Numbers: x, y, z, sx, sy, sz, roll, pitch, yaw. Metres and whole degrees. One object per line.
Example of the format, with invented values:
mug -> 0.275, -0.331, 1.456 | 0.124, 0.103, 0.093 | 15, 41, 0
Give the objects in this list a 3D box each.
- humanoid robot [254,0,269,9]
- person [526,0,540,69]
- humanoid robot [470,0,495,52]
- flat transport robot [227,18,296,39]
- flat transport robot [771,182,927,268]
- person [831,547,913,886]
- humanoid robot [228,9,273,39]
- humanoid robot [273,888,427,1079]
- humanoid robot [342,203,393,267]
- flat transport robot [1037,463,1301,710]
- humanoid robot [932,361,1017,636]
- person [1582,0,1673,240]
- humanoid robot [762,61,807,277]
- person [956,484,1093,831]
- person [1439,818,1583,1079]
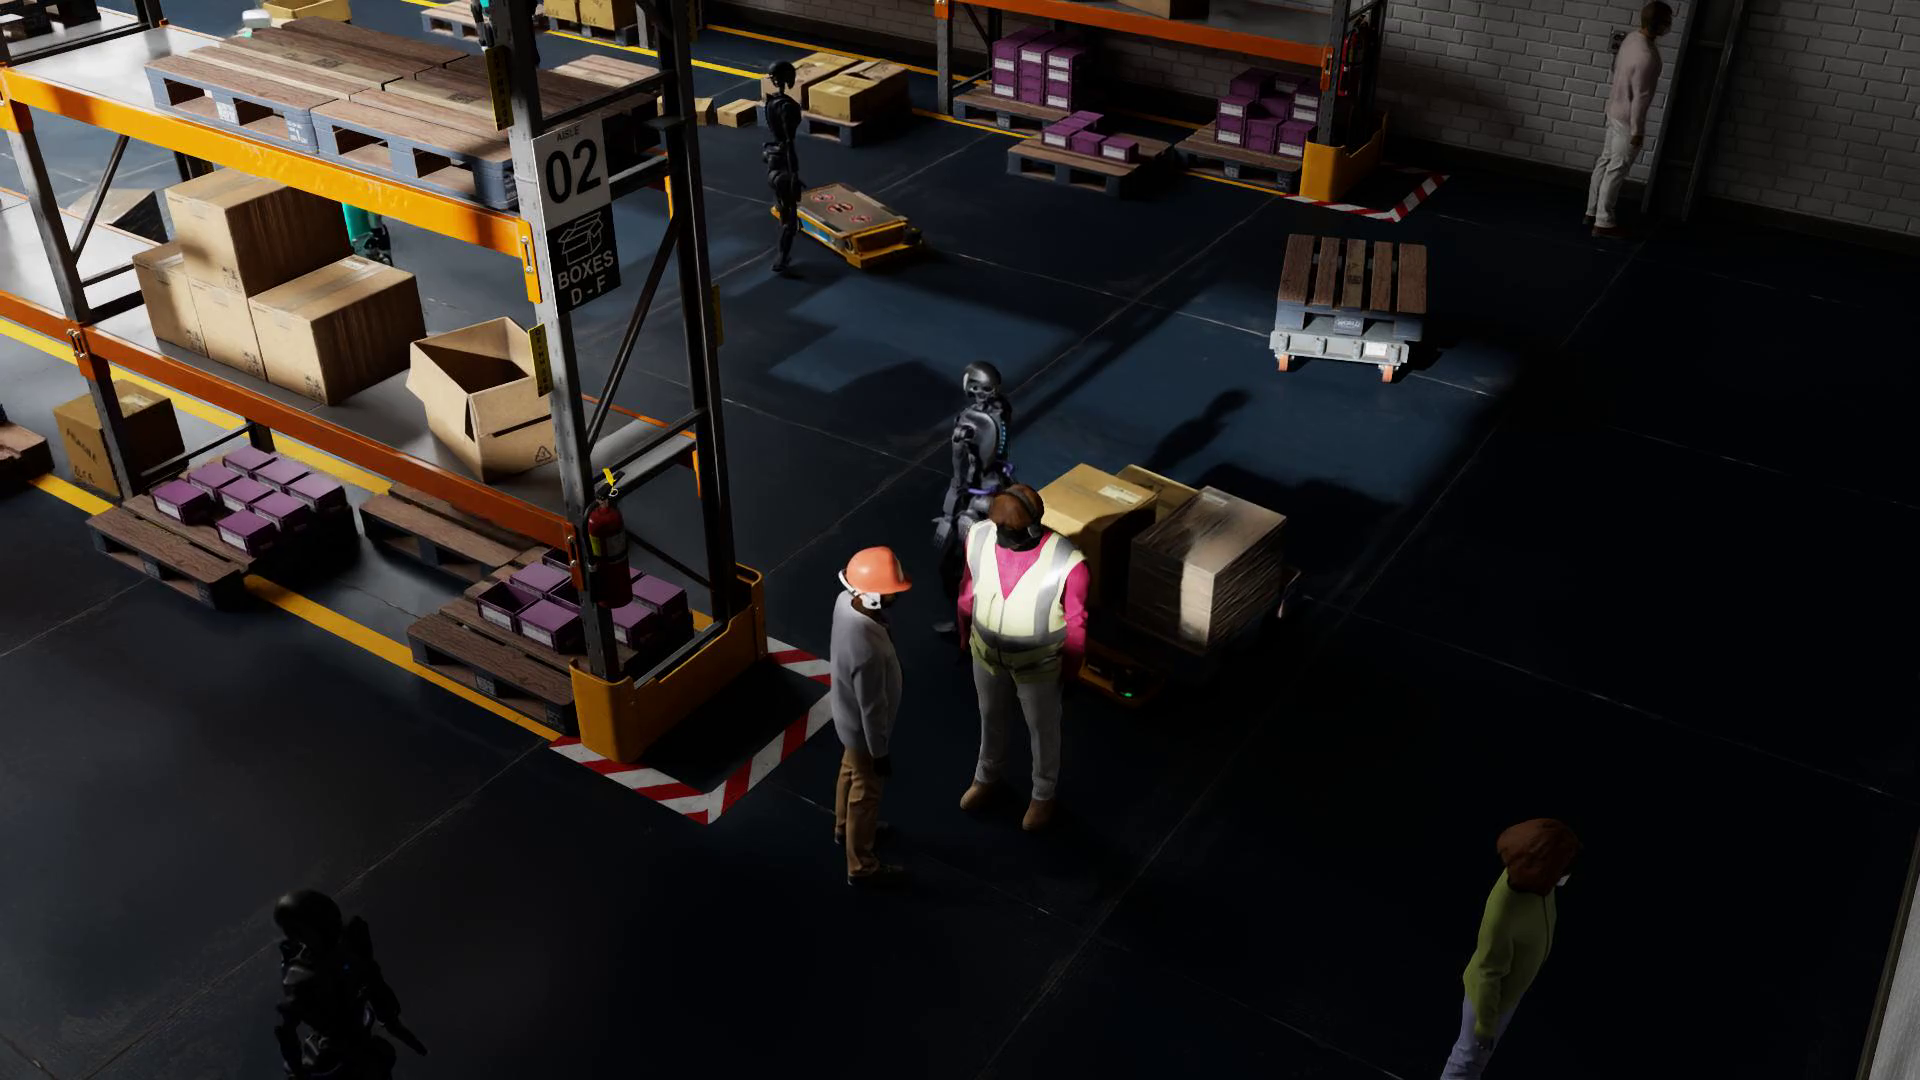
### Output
humanoid robot -> -7.828, -6.366, 18.367 | 0.532, 1.773, 1.018 | -26, 41, -34
person -> -3.944, -4.275, 14.918 | 0.436, 1.942, 0.487 | 6, 33, 8
humanoid robot -> -4.256, -4.794, 15.811 | 0.530, 1.698, 0.748 | -27, 42, -35
flat transport robot -> -6.605, -4.087, 16.155 | 1.431, 0.231, 0.659 | 6, 34, 9
flat transport robot -> -0.949, -2.662, 13.964 | 0.659, 0.231, 1.431 | -21, 39, -29
person -> -0.380, 0.769, 7.343 | 0.368, 1.741, 0.562 | -7, 34, -11
humanoid robot -> -5.594, -3.408, 13.793 | 0.546, 1.786, 0.936 | -17, 37, -24
humanoid robot -> -2.172, 1.841, 5.755 | 0.582, 1.634, 0.598 | 5, 33, 8
humanoid robot -> -3.795, -1.640, 11.086 | 0.904, 1.811, 0.558 | 21, 39, 29
flat transport robot -> 1.118, 0.418, 9.231 | 0.659, 0.231, 1.431 | 25, 40, 33
humanoid robot -> 0.082, -0.224, 8.917 | 0.369, 1.649, 0.601 | 19, 37, 26
person -> 5.480, -3.446, 13.641 | 0.354, 1.937, 0.632 | 3, 33, 4
humanoid robot -> -1.387, -2.925, 13.085 | 0.352, 1.644, 0.601 | -9, 34, -14
person -> 0.265, 0.537, 7.612 | 0.633, 1.834, 0.429 | 16, 36, 23
person -> 1.990, 1.644, 6.093 | 0.288, 1.633, 0.497 | 21, 39, 29
